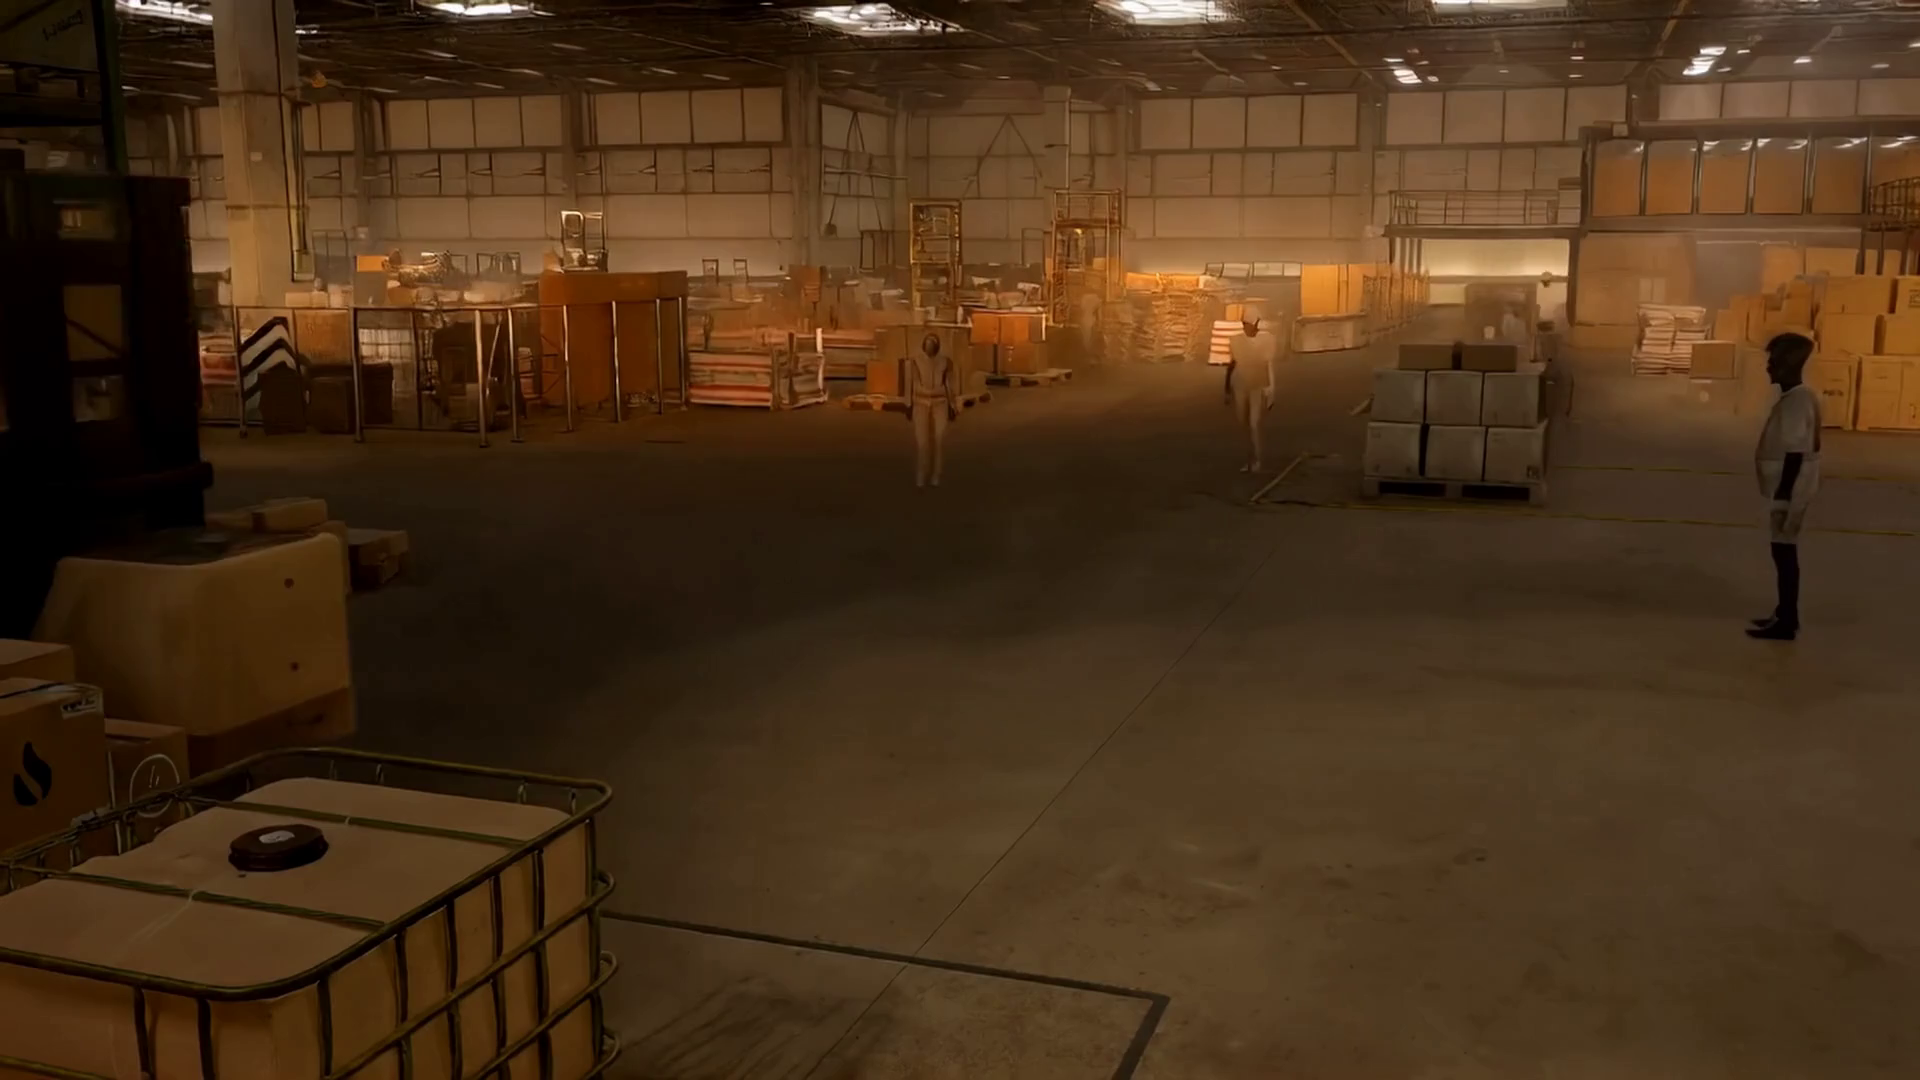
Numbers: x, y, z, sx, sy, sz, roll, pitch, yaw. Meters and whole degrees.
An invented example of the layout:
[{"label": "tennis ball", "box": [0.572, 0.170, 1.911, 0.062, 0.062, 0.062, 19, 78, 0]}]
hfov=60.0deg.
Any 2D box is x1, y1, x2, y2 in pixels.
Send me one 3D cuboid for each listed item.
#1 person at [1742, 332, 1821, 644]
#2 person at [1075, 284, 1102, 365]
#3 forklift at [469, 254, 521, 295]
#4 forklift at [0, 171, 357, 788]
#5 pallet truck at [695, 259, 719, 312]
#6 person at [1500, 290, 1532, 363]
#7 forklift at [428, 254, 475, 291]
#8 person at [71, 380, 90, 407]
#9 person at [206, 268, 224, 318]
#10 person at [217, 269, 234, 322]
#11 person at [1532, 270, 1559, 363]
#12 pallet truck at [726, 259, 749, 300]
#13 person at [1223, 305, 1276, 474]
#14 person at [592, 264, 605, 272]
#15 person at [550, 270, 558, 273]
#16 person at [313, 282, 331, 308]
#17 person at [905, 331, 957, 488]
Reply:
[{"label": "person", "box": [5.203, -0.328, 10.492, 0.361, 1.963, 0.613, 6, 12, 29]}, {"label": "person", "box": [2.754, -4.534, 34.953, 0.510, 1.690, 0.832, -4, 11, -20]}, {"label": "forklift", "box": [-17.990, -10.121, 64.684, 1.157, 1.987, 2.680, 3, 11, 17]}, {"label": "forklift", "box": [-4.061, -0.342, 7.996, 1.873, 2.768, 1.129, 3, 11, 19]}, {"label": "pallet truck", "box": [-9.165, -9.627, 62.776, 0.823, 1.965, 1.885, 4, 11, 23]}, {"label": "person", "box": [7.429, -2.434, 22.538, 0.920, 1.911, 0.537, 9, 13, 41]}, {"label": "forklift", "box": [-20.133, -10.254, 65.465, 1.157, 1.987, 2.680, 3, 11, 19]}, {"label": "person", "box": [-11.342, -2.137, 21.251, 0.320, 1.767, 0.531, -1, 10, -6]}, {"label": "person", "box": [-25.338, -8.427, 56.777, 0.824, 1.738, 0.529, -8, 13, -38]}, {"label": "person", "box": [-18.919, -6.086, 43.181, 0.647, 1.884, 0.836, -1, 10, -7]}, {"label": "person", "box": [12.301, -4.636, 34.738, 0.769, 1.977, 0.627, -3, 11, -18]}, {"label": "pallet truck", "box": [-7.986, -9.493, 62.019, 0.823, 1.965, 1.885, 3, 11, 17]}, {"label": "person", "box": [3.152, -1.632, 18.169, 0.556, 1.848, 0.585, 5, 11, 24]}, {"label": "person", "box": [-9.193, -5.960, 42.054, 0.558, 2.024, 0.628, -10, 14, -44]}, {"label": "person", "box": [-10.172, -5.726, 41.136, 0.765, 1.898, 0.554, -5, 11, -25]}, {"label": "person", "box": [-12.515, -4.135, 32.417, 0.903, 1.799, 0.583, 4, 11, 22]}, {"label": "person", "box": [-0.295, -1.341, 17.179, 0.542, 1.617, 0.602, -1, 10, -3]}]
